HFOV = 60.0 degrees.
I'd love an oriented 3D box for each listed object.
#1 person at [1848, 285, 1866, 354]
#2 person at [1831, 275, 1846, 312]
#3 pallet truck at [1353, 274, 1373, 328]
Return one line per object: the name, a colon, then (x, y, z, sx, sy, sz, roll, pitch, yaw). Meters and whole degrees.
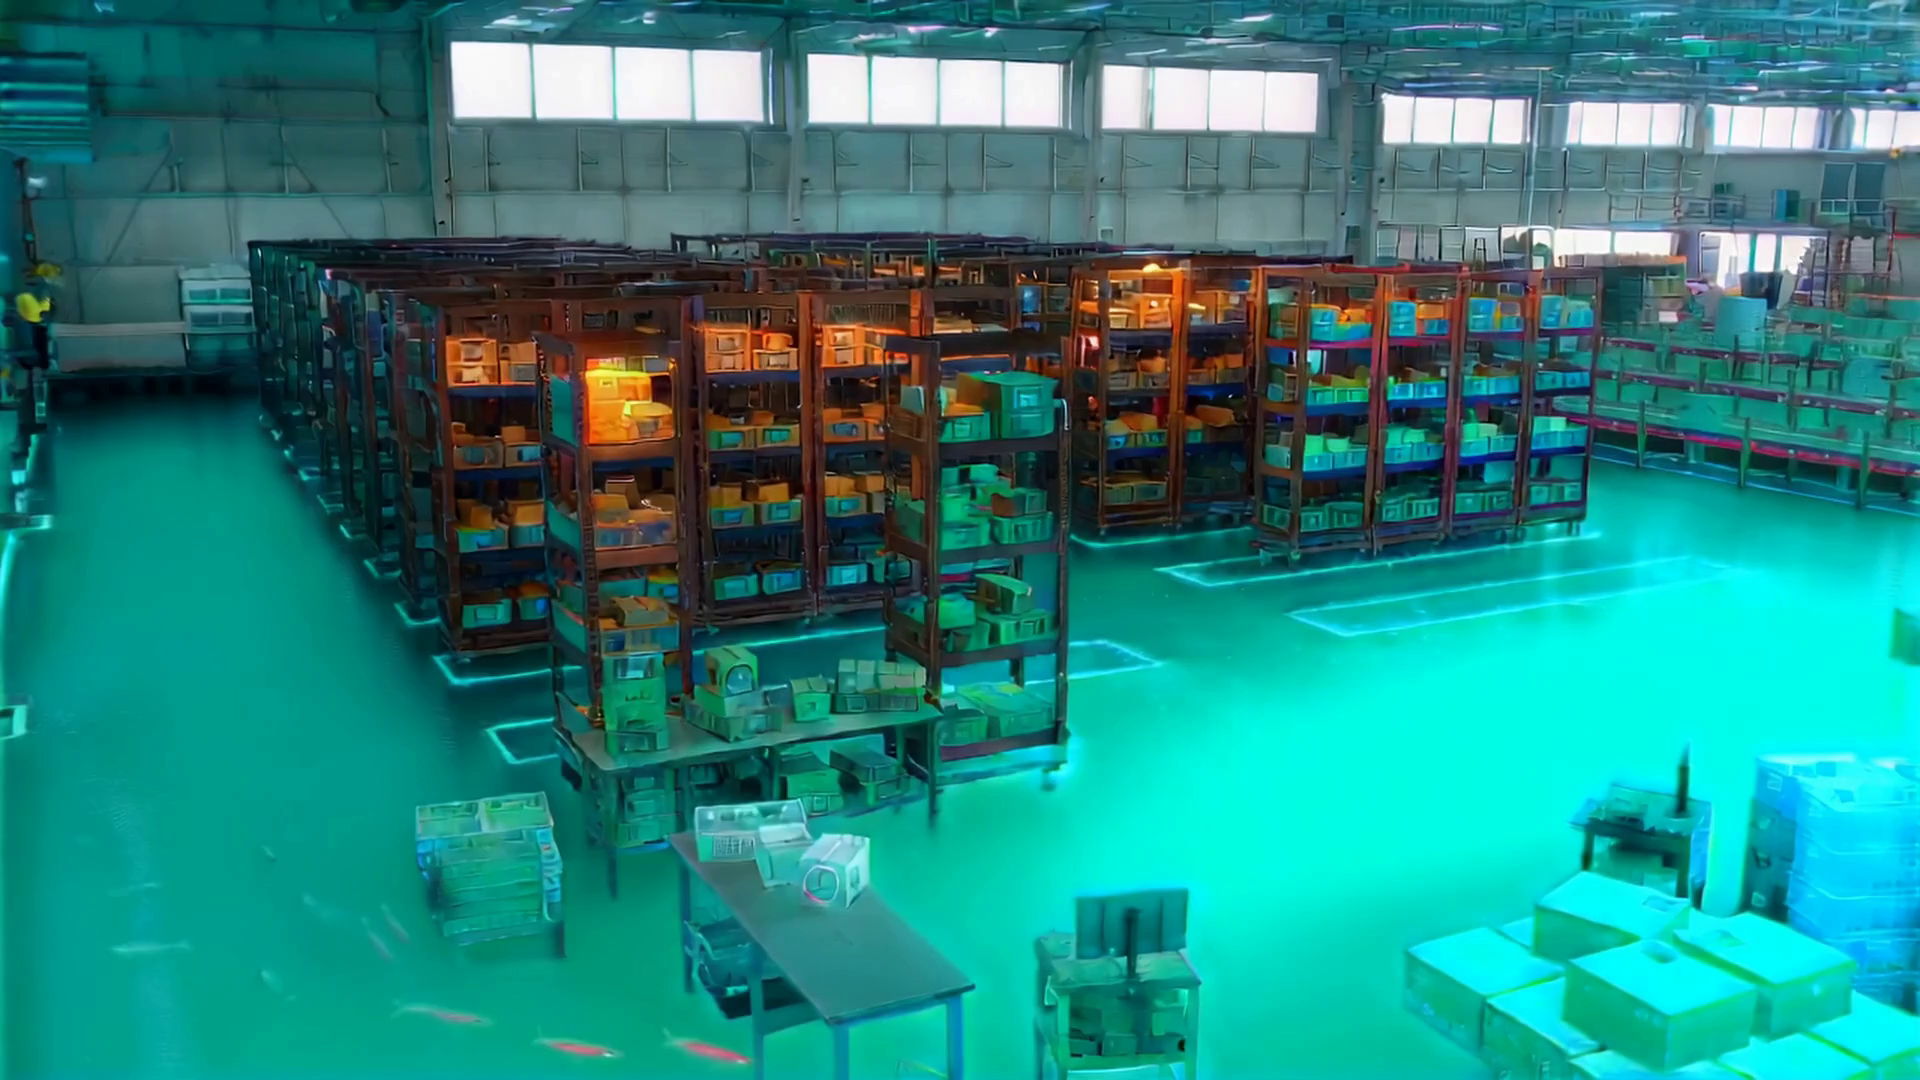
person: (25.129, -6.193, 46.728, 0.579, 1.923, 0.404, -5, 13, -22)
person: (32.048, -9.081, 60.706, 0.491, 1.728, 0.401, -6, 14, -27)
pallet truck: (13.011, -8.050, 55.243, 0.823, 1.965, 1.885, -7, 14, -28)
